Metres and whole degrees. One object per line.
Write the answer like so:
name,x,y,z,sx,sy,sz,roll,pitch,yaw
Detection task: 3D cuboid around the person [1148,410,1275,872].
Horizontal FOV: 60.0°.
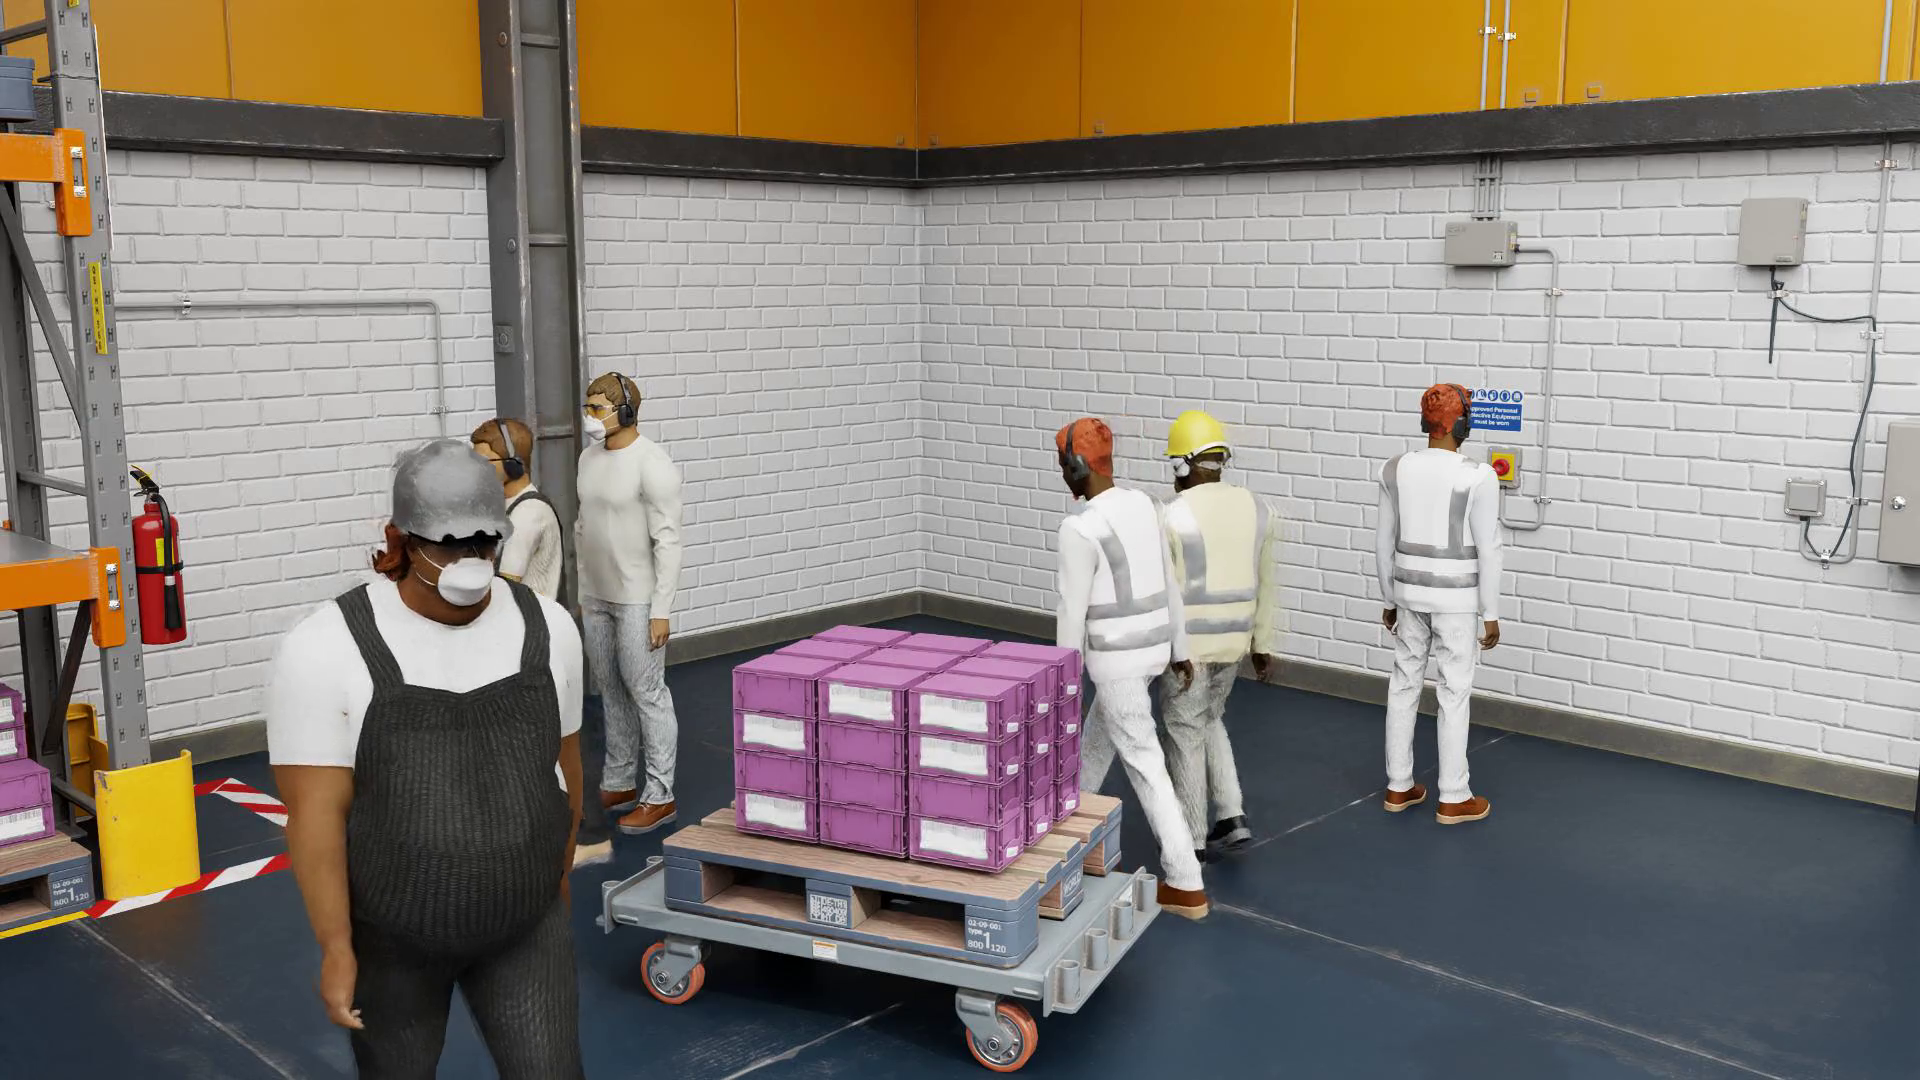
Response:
person,0.938,0.401,6.532,0.619,1.814,0.417,-6,11,-32

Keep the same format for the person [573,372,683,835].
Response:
person,-1.421,0.261,7.025,0.636,1.939,0.362,9,13,42

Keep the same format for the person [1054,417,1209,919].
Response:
person,0.551,0.451,6.228,1.001,1.817,0.637,7,12,37

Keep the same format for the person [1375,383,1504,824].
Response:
person,2.052,0.272,7.132,0.355,1.883,0.575,-9,13,-44

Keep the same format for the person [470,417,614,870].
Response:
person,-1.797,0.436,6.380,0.959,1.792,0.502,-4,10,-26
